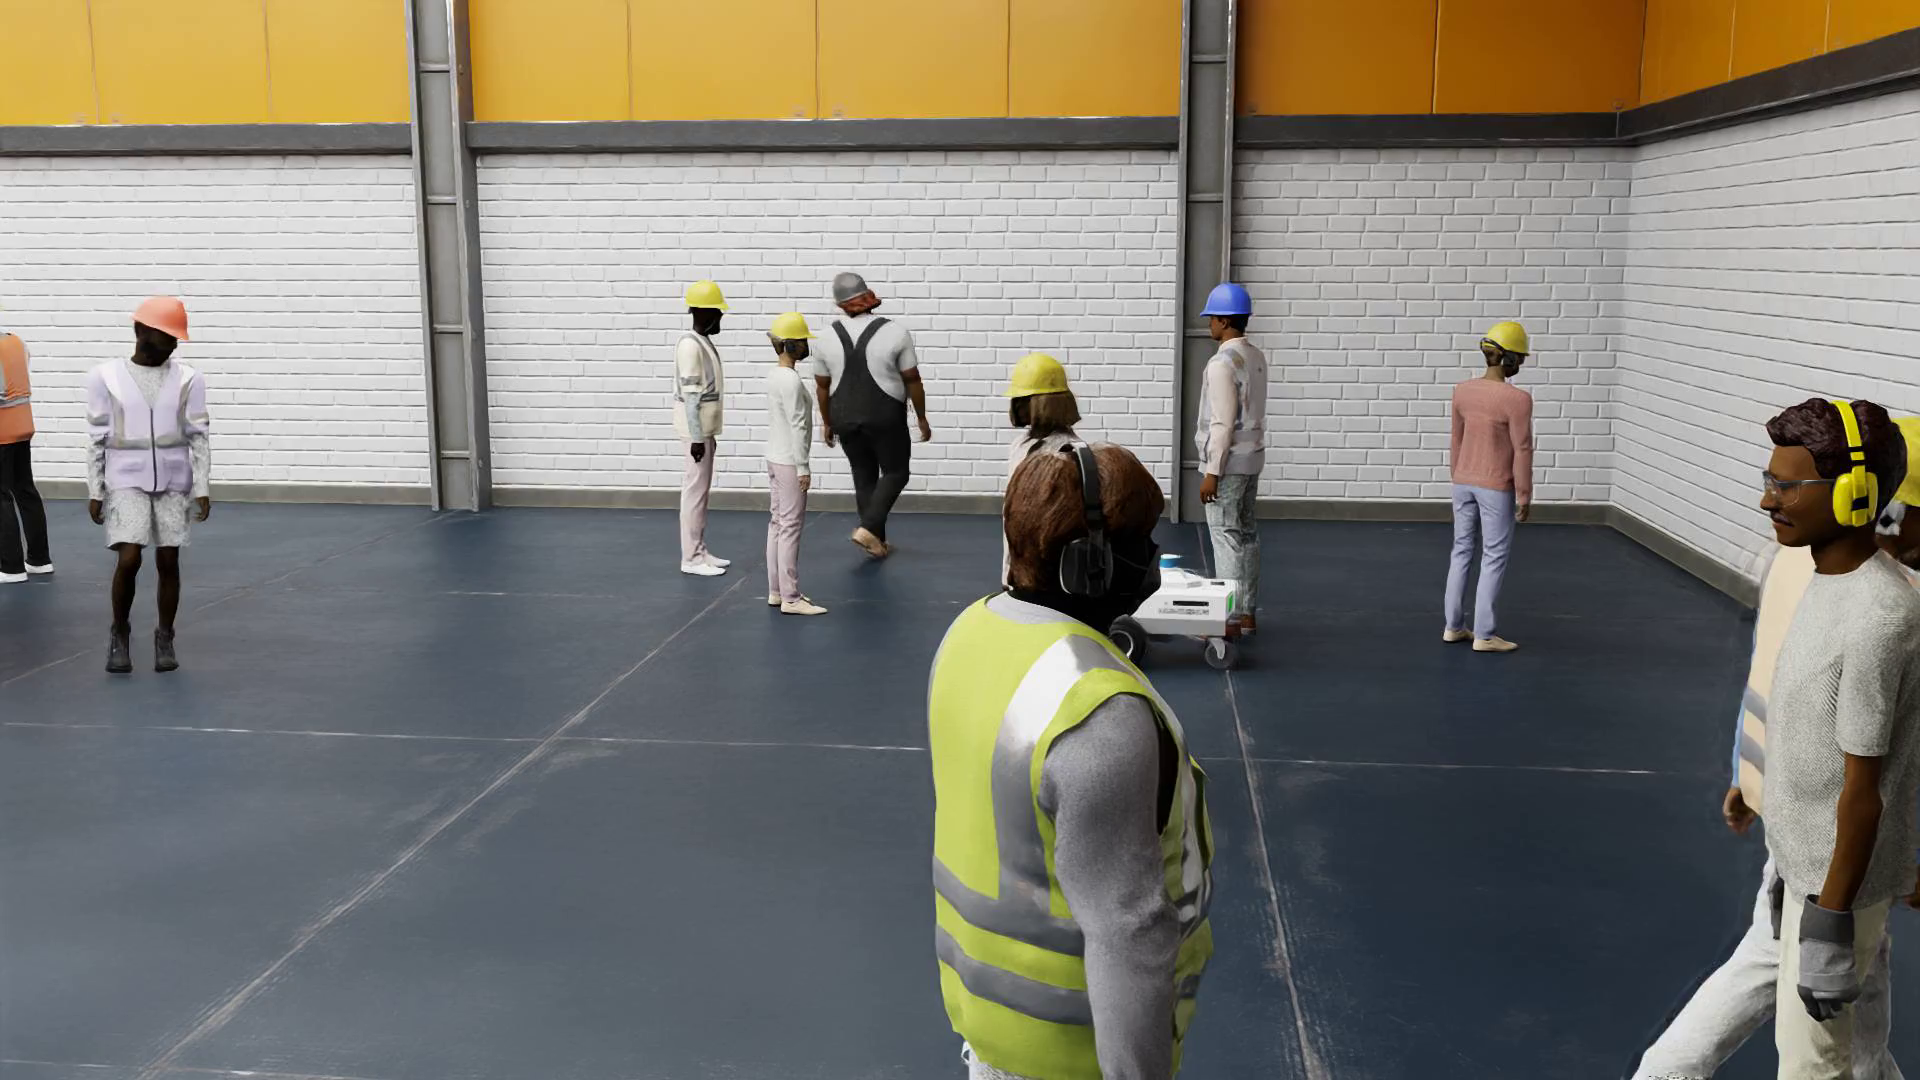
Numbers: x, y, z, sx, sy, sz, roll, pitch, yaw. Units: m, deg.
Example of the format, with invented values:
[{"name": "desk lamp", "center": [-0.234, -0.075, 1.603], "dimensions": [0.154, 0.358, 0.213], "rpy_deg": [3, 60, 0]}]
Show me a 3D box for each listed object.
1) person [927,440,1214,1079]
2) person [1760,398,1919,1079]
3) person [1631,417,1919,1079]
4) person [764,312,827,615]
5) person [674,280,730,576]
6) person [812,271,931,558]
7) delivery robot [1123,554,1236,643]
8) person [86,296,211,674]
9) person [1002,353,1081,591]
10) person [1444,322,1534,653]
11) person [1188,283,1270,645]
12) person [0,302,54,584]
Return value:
[{"name": "person", "center": [0.182, 0.759, 2.639], "dimensions": [0.429, 1.843, 0.633], "rpy_deg": [-4, 11, -21]}, {"name": "person", "center": [1.626, 0.658, 3.175], "dimensions": [0.334, 1.860, 0.509], "rpy_deg": [4, 11, 21]}, {"name": "person", "center": [1.955, 0.589, 3.856], "dimensions": [0.867, 1.775, 0.600], "rpy_deg": [1, 10, 6]}, {"name": "person", "center": [-0.984, -0.446, 9.747], "dimensions": [0.305, 1.771, 0.525], "rpy_deg": [-4, 11, -21]}, {"name": "person", "center": [-1.682, -0.734, 10.941], "dimensions": [0.385, 1.925, 0.591], "rpy_deg": [0, 10, 0]}, {"name": "person", "center": [-0.599, -0.866, 11.373], "dimensions": [0.754, 2.000, 0.625], "rpy_deg": [2, 10, 13]}, {"name": "delivery robot", "center": [1.067, 0.318, 8.575], "dimensions": [0.707, 0.478, 0.477], "rpy_deg": [1, 10, 8]}, {"name": "person", "center": [-4.044, -0.262, 8.340], "dimensions": [0.585, 1.901, 0.485], "rpy_deg": [-7, 12, -34]}, {"name": "person", "center": [0.308, 0.160, 6.354], "dimensions": [0.324, 1.740, 0.492], "rpy_deg": [-7, 12, -34]}, {"name": "person", "center": [2.816, -0.275, 8.813], "dimensions": [0.342, 1.752, 0.534], "rpy_deg": [-6, 11, -30]}, {"name": "person", "center": [1.456, -0.407, 9.008], "dimensions": [0.398, 1.945, 0.616], "rpy_deg": [6, 11, 29]}, {"name": "person", "center": [-6.148, -0.673, 10.628], "dimensions": [0.397, 1.917, 0.594], "rpy_deg": [0, 10, 2]}]
